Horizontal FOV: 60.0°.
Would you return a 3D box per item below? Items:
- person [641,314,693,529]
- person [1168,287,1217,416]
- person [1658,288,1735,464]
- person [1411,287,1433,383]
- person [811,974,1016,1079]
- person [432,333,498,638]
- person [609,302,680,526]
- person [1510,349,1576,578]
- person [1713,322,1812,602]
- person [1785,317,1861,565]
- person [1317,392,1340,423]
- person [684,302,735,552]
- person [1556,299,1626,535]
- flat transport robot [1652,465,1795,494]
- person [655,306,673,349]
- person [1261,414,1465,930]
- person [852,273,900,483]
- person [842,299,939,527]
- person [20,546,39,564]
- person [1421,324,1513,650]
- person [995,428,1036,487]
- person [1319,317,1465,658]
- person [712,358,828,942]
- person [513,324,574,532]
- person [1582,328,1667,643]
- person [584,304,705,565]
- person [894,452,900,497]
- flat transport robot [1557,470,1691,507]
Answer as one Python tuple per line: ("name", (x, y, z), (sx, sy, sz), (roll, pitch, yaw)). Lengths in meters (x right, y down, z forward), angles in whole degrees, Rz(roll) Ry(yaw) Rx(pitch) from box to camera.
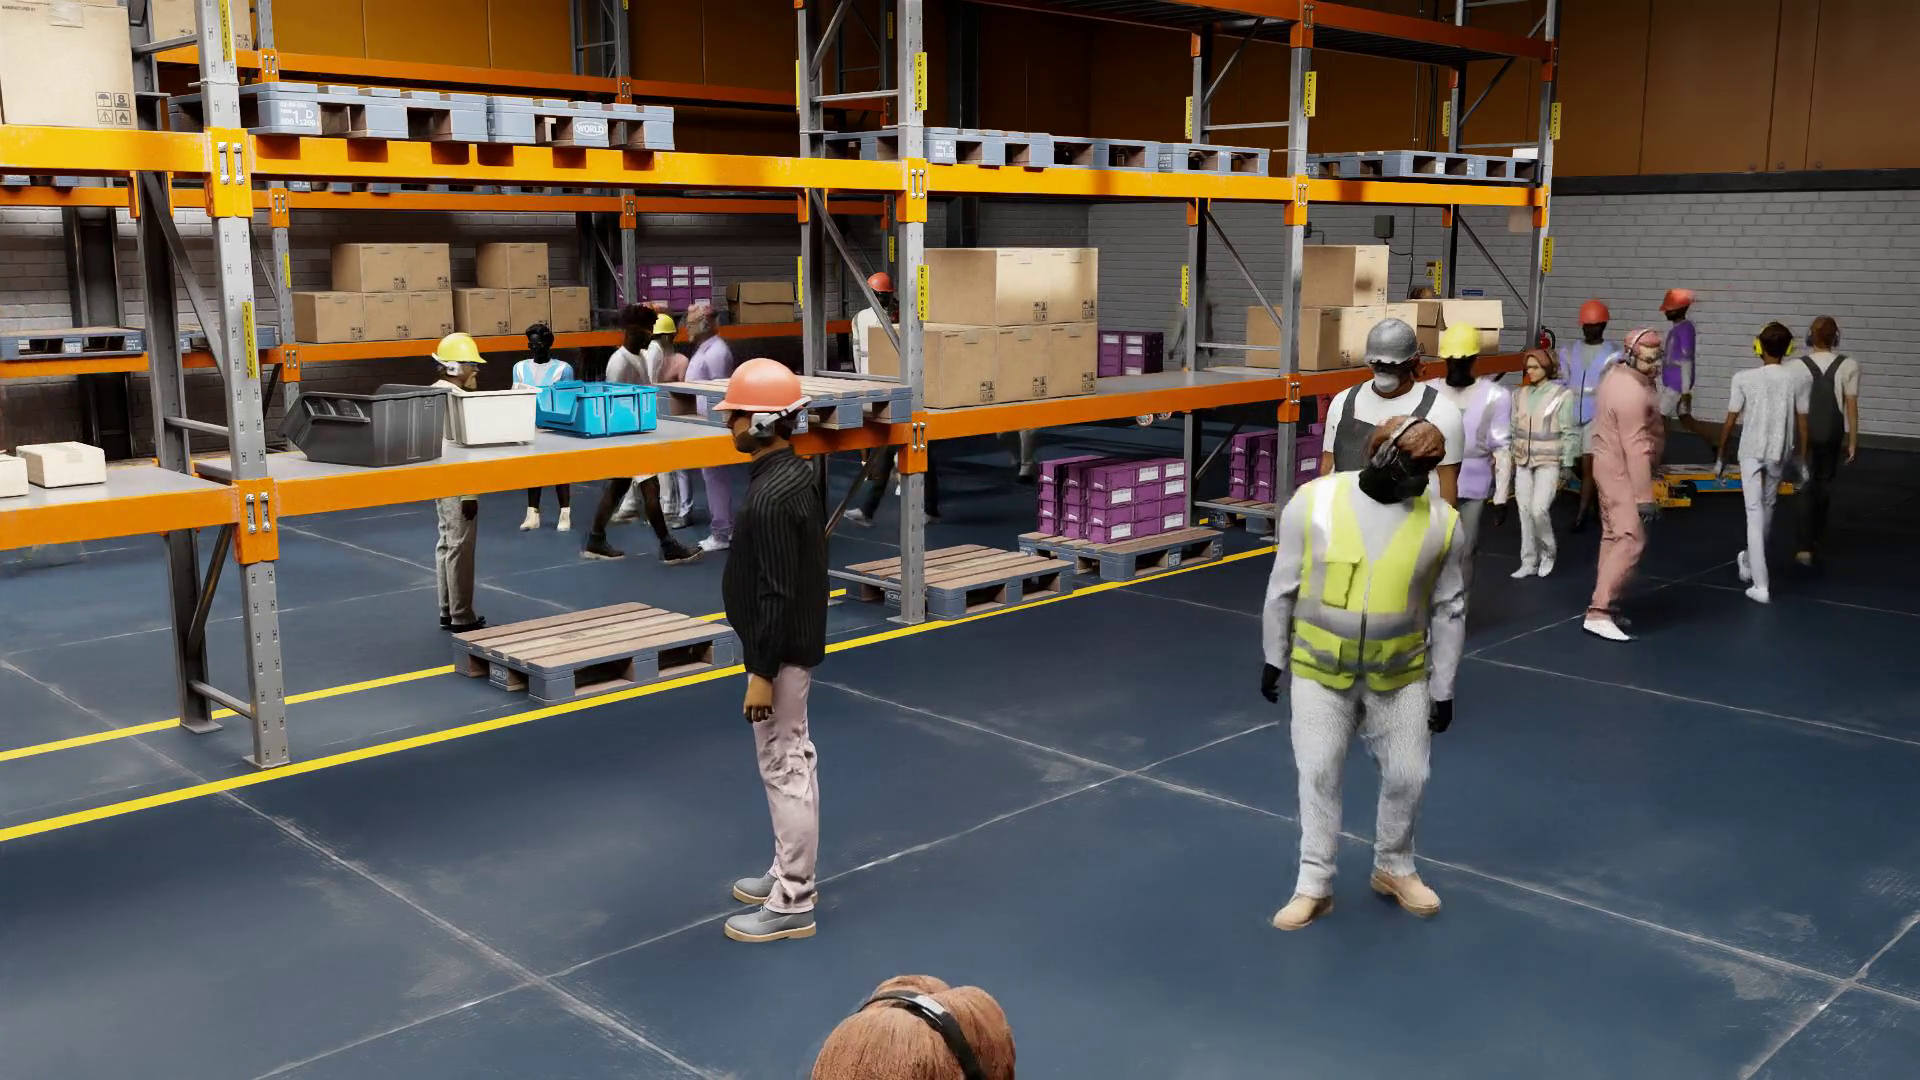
("person", (-2.408, -0.969, 13.674), (0.526, 1.768, 0.331), (7, 13, 35))
("person", (3.059, -2.612, 22.318), (1.036, 1.878, 0.647), (9, 14, 40))
("person", (7.321, -1.583, 16.714), (0.927, 1.892, 0.550), (4, 11, 21))
("person", (5.030, -1.840, 18.223), (0.429, 1.843, 0.627), (9, 14, 40))
("person", (-0.072, 1.284, 1.852), (0.520, 1.596, 0.854), (9, 13, 39))
("person", (-3.004, -0.328, 10.006), (0.403, 1.828, 0.596), (-6, 12, -28))
("person", (-2.599, -1.023, 13.703), (0.634, 1.857, 0.594), (-4, 11, -19))
("person", (4.014, -0.520, 11.605), (0.378, 1.624, 0.542), (-7, 12, -34))
("person", (5.385, -0.546, 11.216), (0.555, 1.818, 0.941), (2, 11, 10))
("person", (6.361, -0.756, 12.410), (0.543, 1.798, 0.940), (4, 11, 21))
("person", (3.697, -1.462, 16.367), (0.312, 1.768, 0.522), (-7, 12, -32))
("person", (-1.930, -0.866, 12.751), (0.402, 1.907, 0.654), (-4, 11, -18))
("person", (5.184, -1.028, 13.642), (0.533, 1.909, 0.902), (9, 14, 41))
("flat transport robot", (6.976, -0.570, 15.580), (1.431, 0.197, 0.652), (-1, 10, -5))
("person", (-3.276, -1.764, 18.396), (0.360, 1.617, 0.532), (-9, 13, -39))
("person", (1.394, 0.464, 5.775), (0.684, 1.813, 0.465), (2, 11, 11))
("person", (-0.783, -1.579, 16.249), (0.374, 2.044, 0.606), (-10, 14, -44))
("person", (-0.549, -1.013, 13.596), (0.938, 1.876, 0.619), (-7, 12, -33))
("person", (-6.859, -0.685, 11.593), (0.631, 1.973, 0.772), (9, 14, 40))
("person", (2.851, -0.286, 9.598), (0.609, 1.889, 0.872), (5, 11, 24))
("person", (0.574, -1.420, 16.012), (0.599, 1.818, 0.418), (7, 12, 33))
("person", (2.008, -0.055, 7.943), (0.673, 2.000, 0.535), (6, 12, 30))
("person", (-0.642, 0.376, 5.722), (0.382, 1.995, 0.612), (0, 10, -1))
("person", (-3.390, -0.910, 13.548), (0.540, 1.696, 0.316), (1, 10, 4))
("person", (3.997, -0.334, 9.977), (0.429, 1.867, 0.723), (2, 11, 10))
("person", (-2.374, -0.774, 12.202), (0.898, 1.919, 0.610), (0, 10, -2))
("person", (-0.455, -1.265, 14.926), (0.667, 1.895, 0.426), (4, 11, 22))
("flat transport robot", (5.972, -0.498, 15.190), (0.652, 0.197, 1.431), (-2, 11, -8))
